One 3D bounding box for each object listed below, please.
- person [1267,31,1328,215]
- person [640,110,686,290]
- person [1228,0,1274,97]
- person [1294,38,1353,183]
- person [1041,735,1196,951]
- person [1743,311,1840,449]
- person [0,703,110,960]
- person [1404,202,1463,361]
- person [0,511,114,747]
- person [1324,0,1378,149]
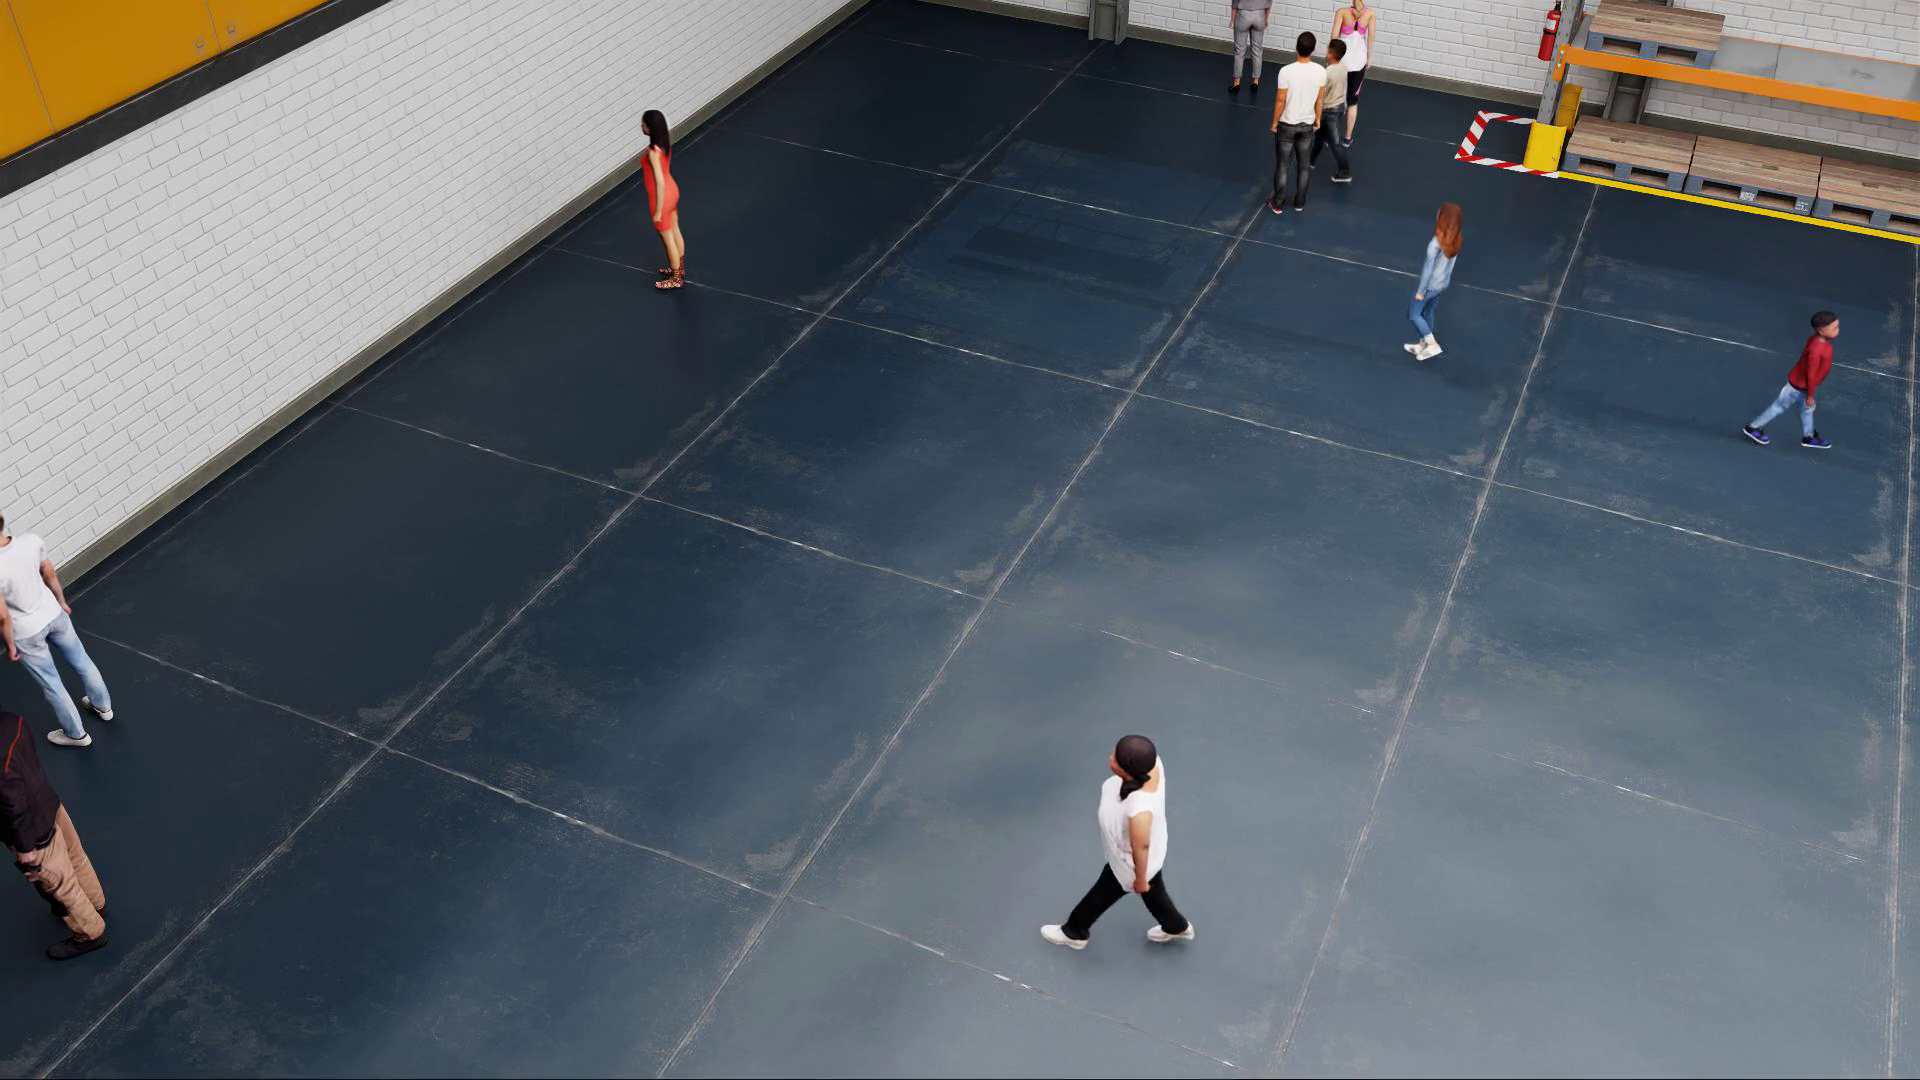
[{"bbox_3d":[3.272,-4.061,16.196,0.668,1.802,0.782,-5,39,-6],"label":"person"},{"bbox_3d":[-2.680,-3.079,15.033,0.627,1.718,0.645,4,39,4],"label":"person"},{"bbox_3d":[3.210,-5.753,18.414,0.673,1.677,0.772,-3,39,-4],"label":"person"},{"bbox_3d":[3.806,-4.297,16.791,0.774,1.429,1.052,-31,48,-33],"label":"person"},{"bbox_3d":[1.004,1.703,9.101,1.148,1.649,0.800,8,39,10],"label":"person"},{"bbox_3d":[6.597,-1.267,13.154,0.891,1.233,0.570,21,43,24],"label":"person"},{"bbox_3d":[-5.074,1.531,9.094,0.834,1.925,0.790,-10,40,-12],"label":"person"},{"bbox_3d":[4.055,-2.141,14.060,0.677,1.468,0.716,-31,48,-33],"label":"person"},{"bbox_3d":[-5.777,0.525,10.414,0.561,1.850,0.663,13,40,16],"label":"person"},{"bbox_3d":[4.058,-4.964,17.338,0.583,1.788,0.731,2,39,3],"label":"person"}]
